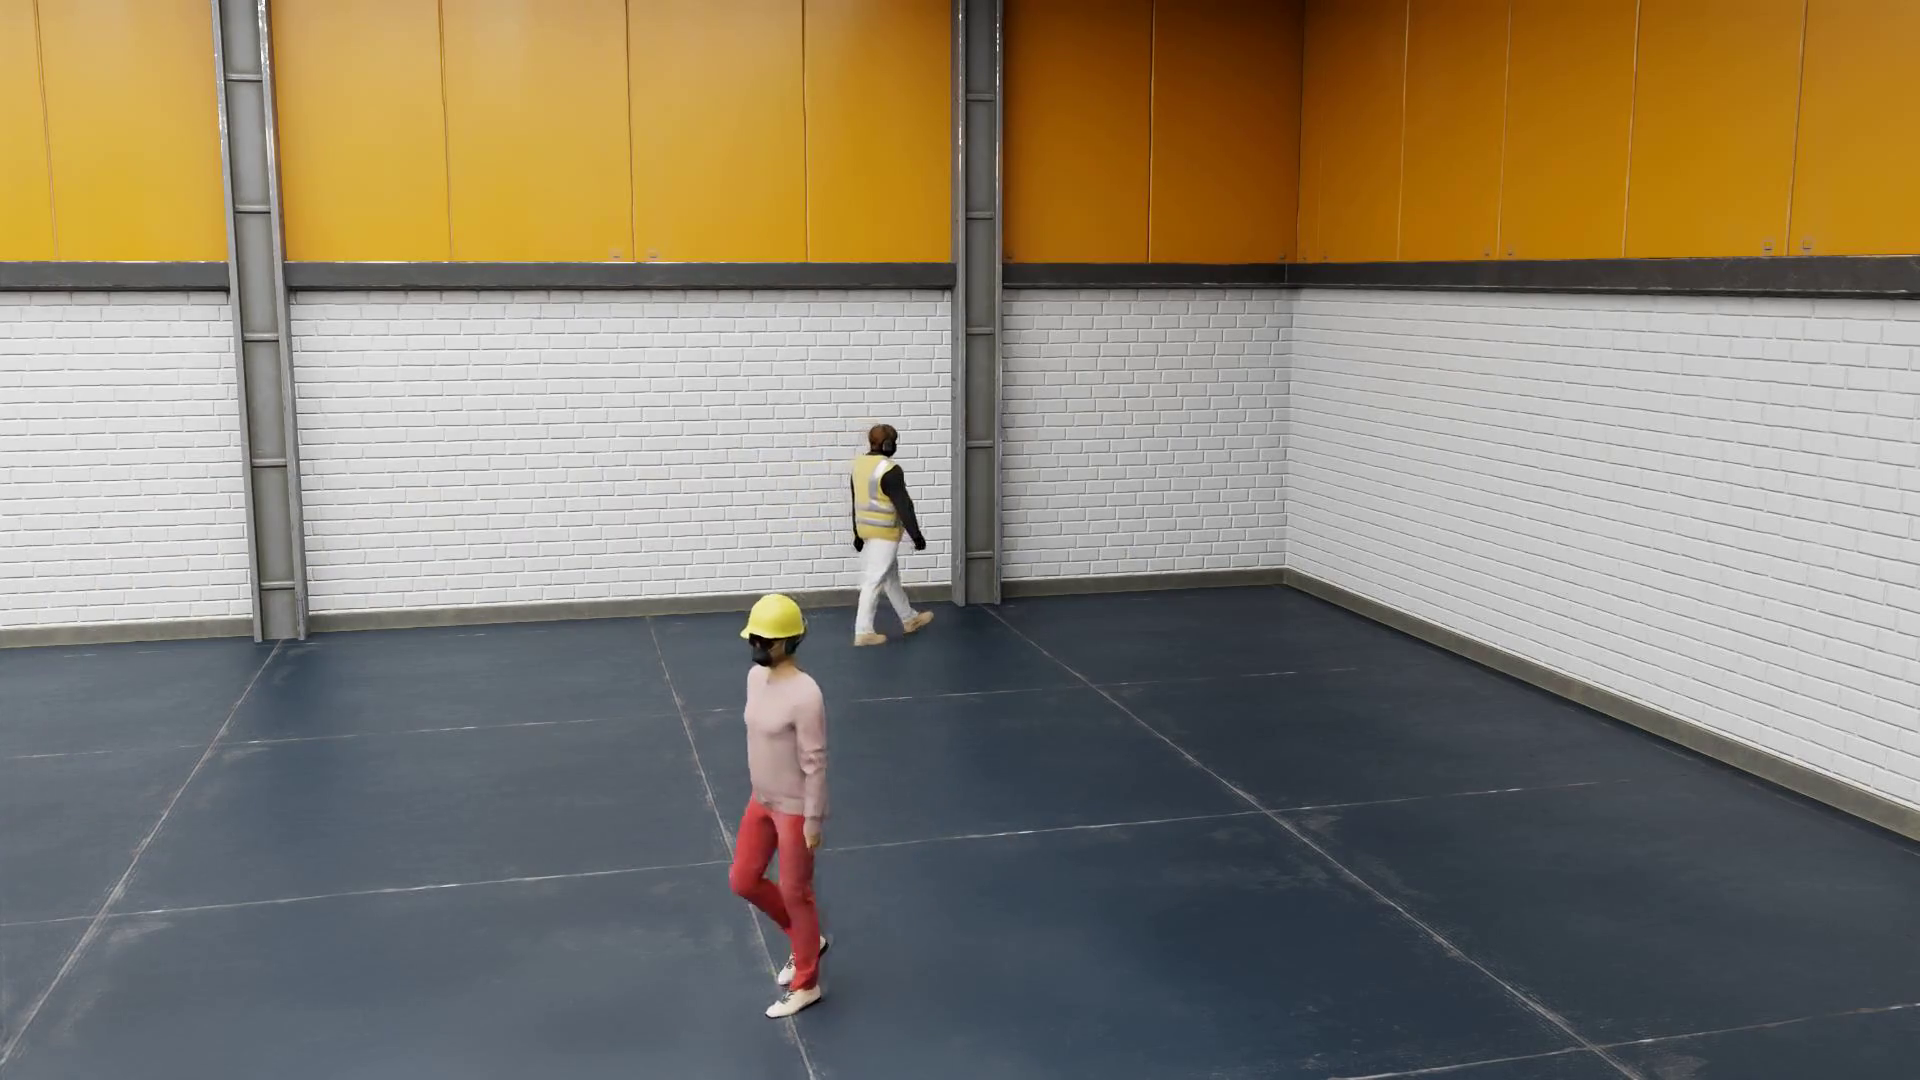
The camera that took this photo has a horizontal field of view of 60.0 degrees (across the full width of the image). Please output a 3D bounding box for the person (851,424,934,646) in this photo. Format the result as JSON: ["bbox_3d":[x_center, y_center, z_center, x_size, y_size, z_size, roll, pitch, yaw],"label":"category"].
[{"bbox_3d":[-0.535,-0.051,13.689,0.869,1.803,0.630,-5,10,-28],"label":"person"}]

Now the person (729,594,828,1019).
[{"bbox_3d":[-0.729,1.081,6.767,0.369,1.759,0.539,-7,11,-37],"label":"person"}]
